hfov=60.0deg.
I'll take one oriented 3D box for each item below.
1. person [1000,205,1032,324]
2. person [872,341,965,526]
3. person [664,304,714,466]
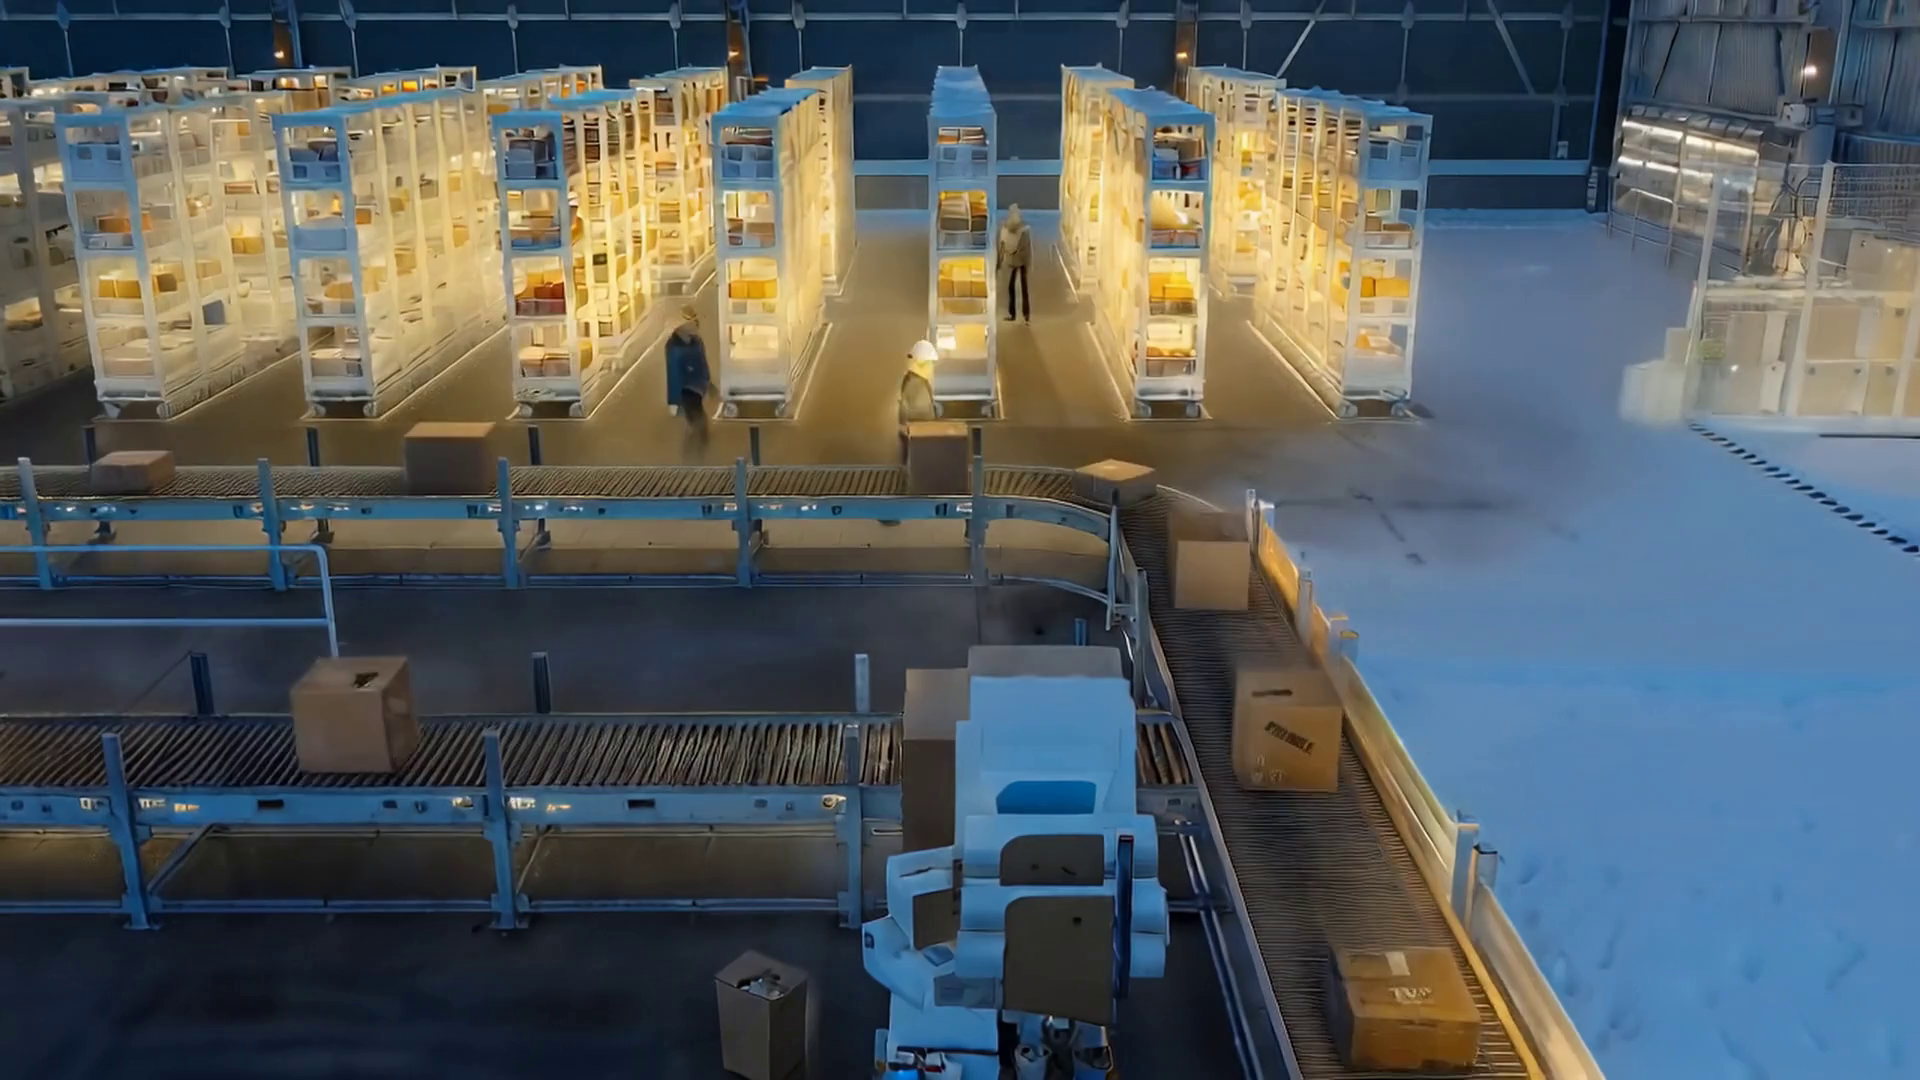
[{"bbox_3d":[0.867,-4.313,25.969,0.569,1.831,0.411,12,21,32],"label":"person"},{"bbox_3d":[-0.413,-1.000,15.844,0.941,1.788,0.601,0,18,0],"label":"person"},{"bbox_3d":[-2.730,-1.501,17.199,0.575,1.885,0.687,4,18,11],"label":"person"}]
